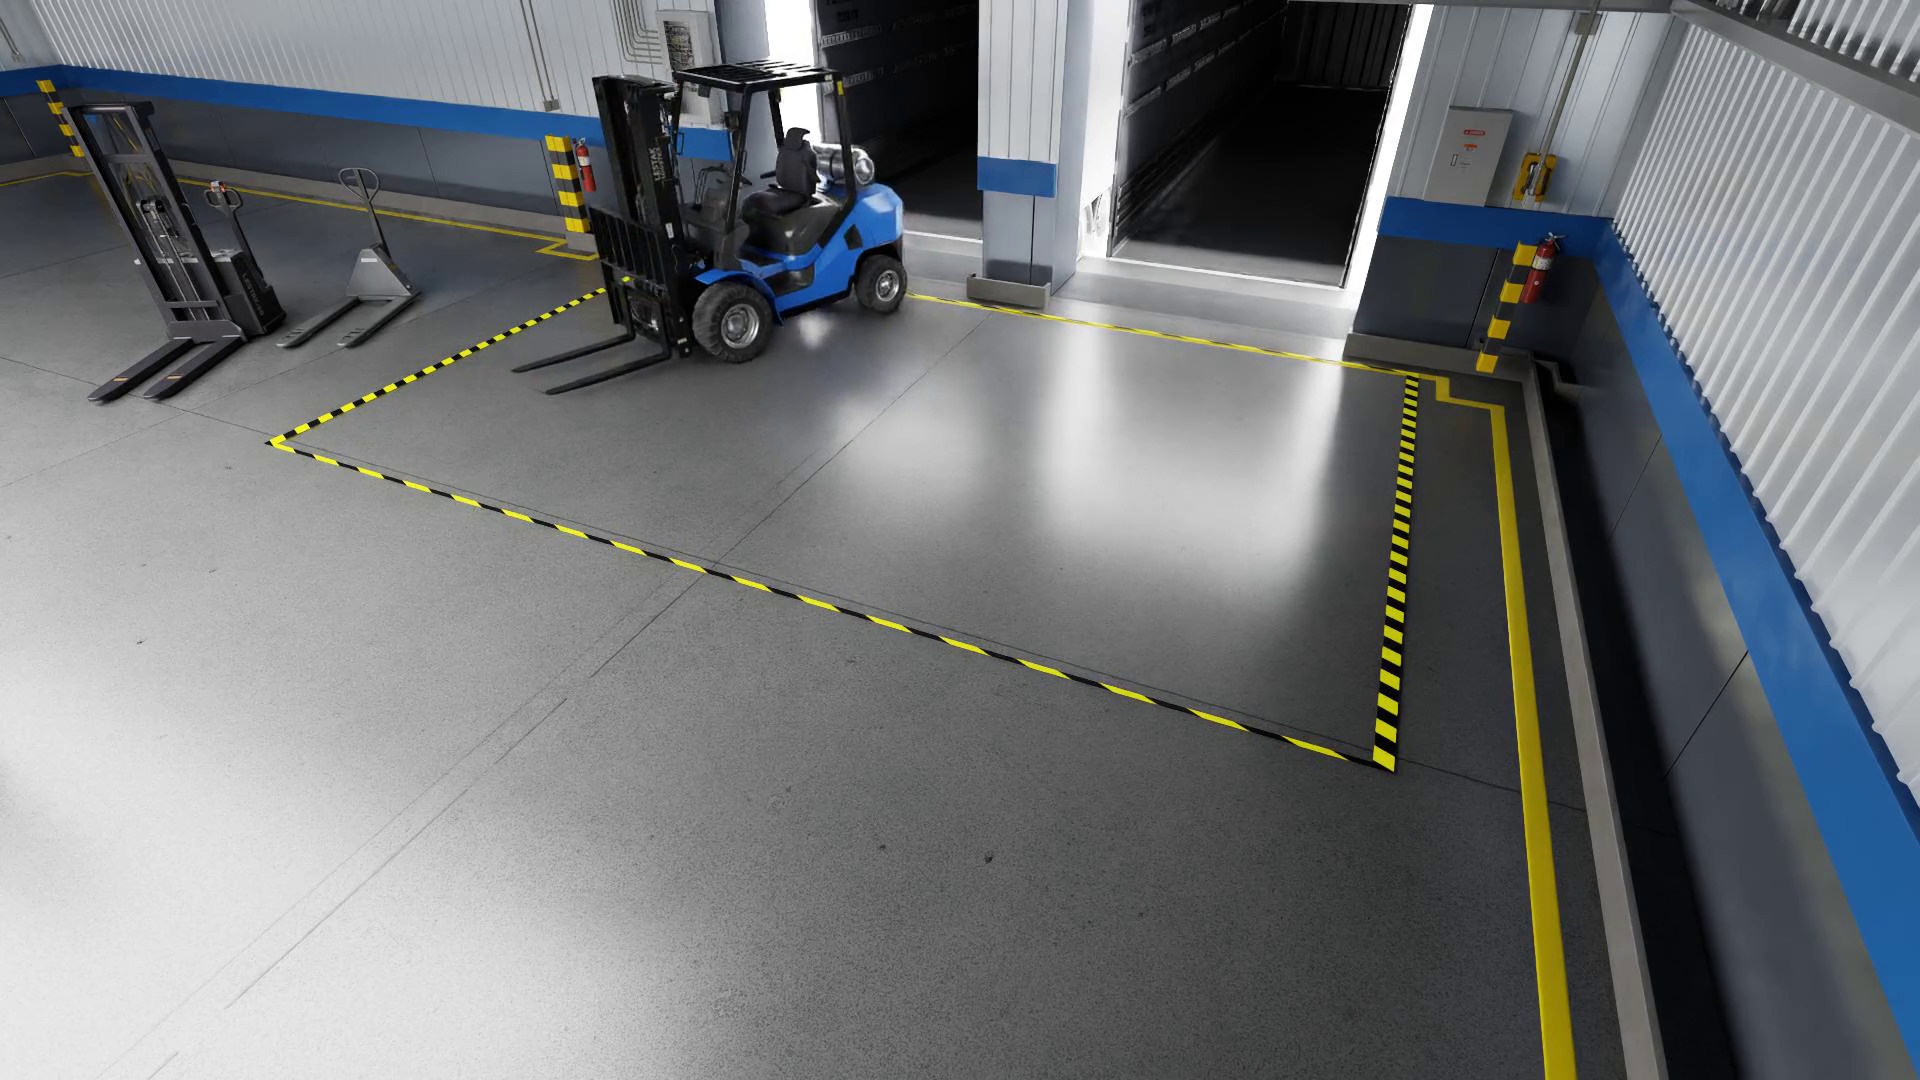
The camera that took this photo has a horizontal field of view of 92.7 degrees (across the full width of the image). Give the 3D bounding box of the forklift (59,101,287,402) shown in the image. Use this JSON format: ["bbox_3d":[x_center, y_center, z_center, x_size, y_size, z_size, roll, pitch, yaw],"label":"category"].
[{"bbox_3d":[-6.686,-2.387,7.434,0.823,1.965,1.885,-3,35,-5],"label":"forklift"}]

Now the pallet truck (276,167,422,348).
[{"bbox_3d":[-5.732,-2.611,8.414,0.680,1.201,1.601,-1,35,-1],"label":"pallet truck"}]

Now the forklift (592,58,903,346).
[{"bbox_3d":[-1.762,-3.071,8.098,1.157,2.036,2.680,29,44,35],"label":"forklift"}]
